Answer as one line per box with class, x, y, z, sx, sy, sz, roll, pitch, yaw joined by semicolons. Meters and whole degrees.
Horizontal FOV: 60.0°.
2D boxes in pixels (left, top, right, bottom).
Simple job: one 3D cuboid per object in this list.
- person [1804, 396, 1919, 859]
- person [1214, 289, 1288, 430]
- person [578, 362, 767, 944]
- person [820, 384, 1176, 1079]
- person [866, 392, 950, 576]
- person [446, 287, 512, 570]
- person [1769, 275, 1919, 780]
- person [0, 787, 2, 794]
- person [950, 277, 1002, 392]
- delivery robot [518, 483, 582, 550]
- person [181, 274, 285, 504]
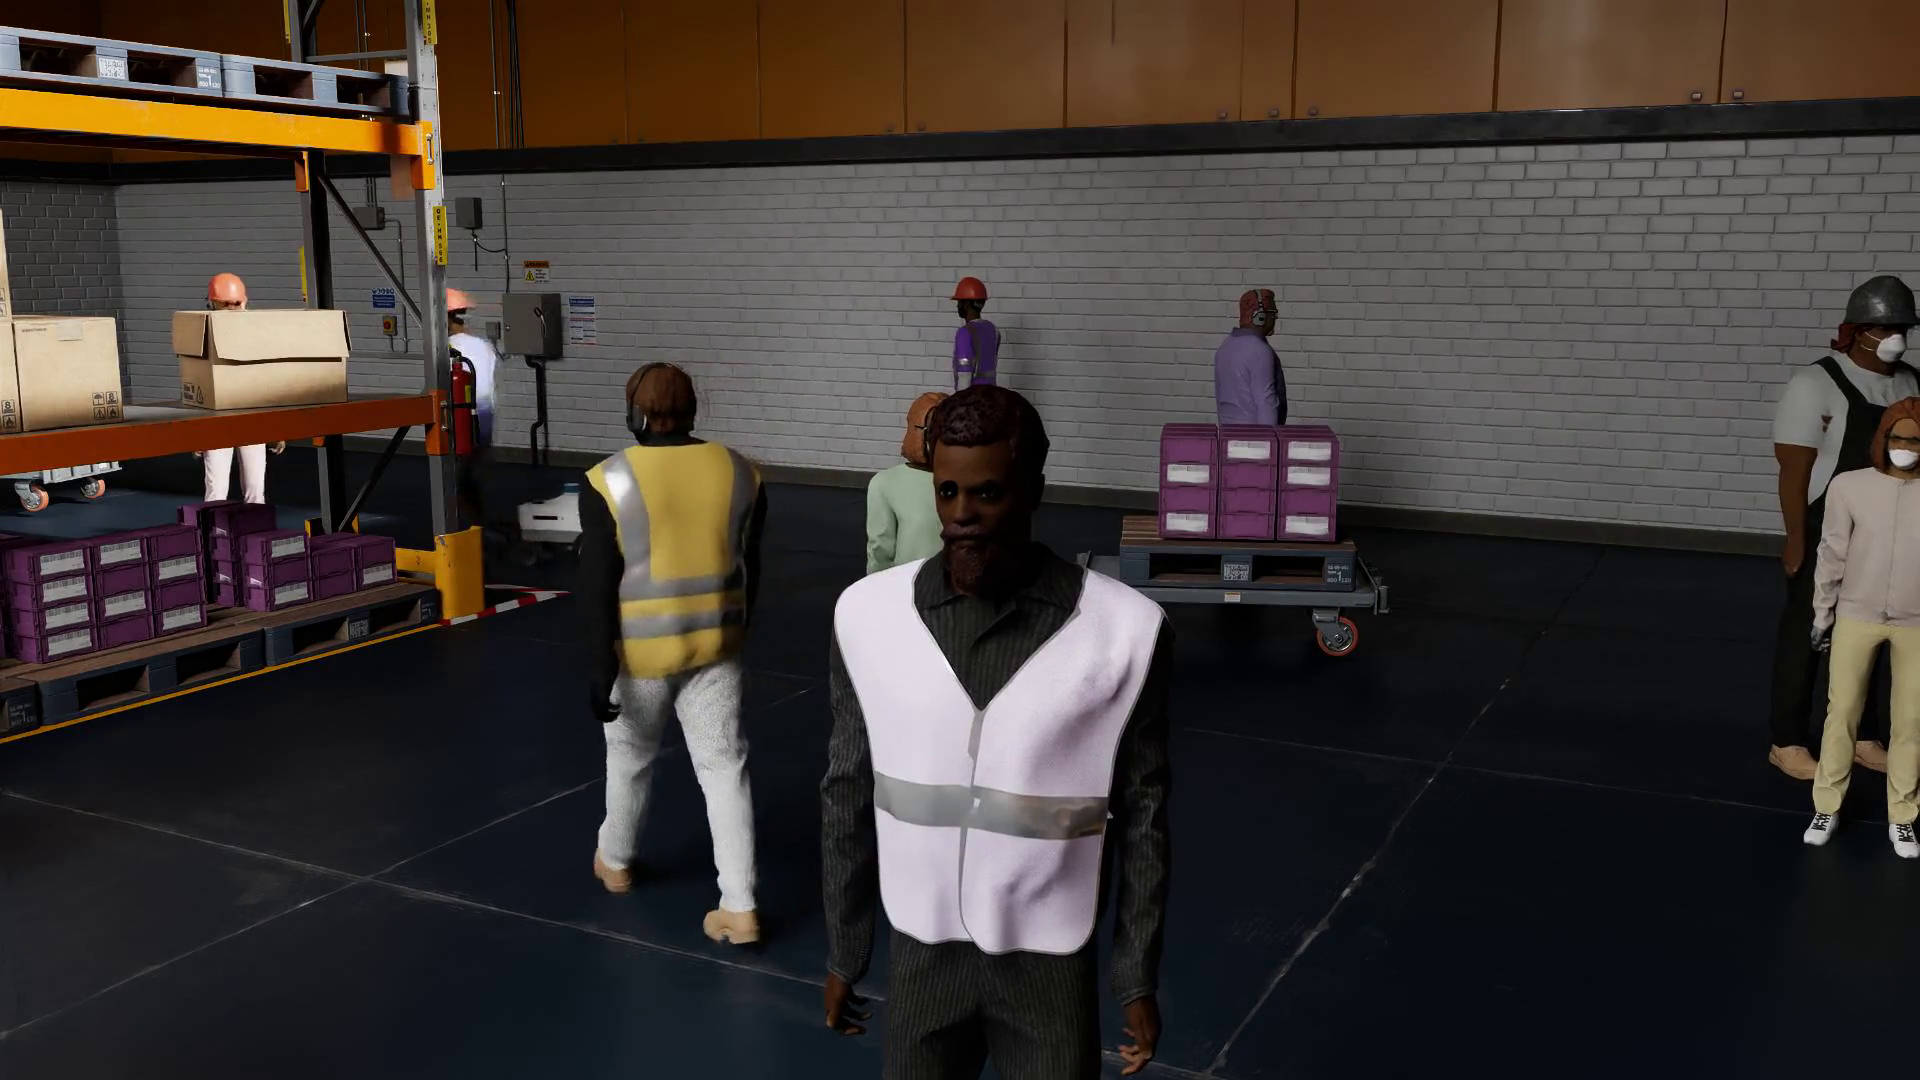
person;3.286;0.306;5.881;0.499;1.633;0.279;5;11;28
person;1.817;-0.590;10.280;0.408;1.906;0.652;-3;10;-15
person;-0.901;0.337;5.255;0.640;1.790;0.977;-6;11;-30
person;0.057;0.689;2.844;0.597;1.916;0.371;2;10;12
person;-0.096;0.277;6.048;0.497;1.633;0.284;-4;10;-20
person;-3.225;-0.701;10.948;0.616;1.907;0.556;5;11;26
person;3.658;-0.043;6.727;0.683;2.000;0.536;-2;10;-13
person;-4.061;0.293;6.057;0.524;1.598;0.859;5;11;29
person;0.094;-1.066;12.938;0.364;1.939;0.542;6;11;29
delivery robot;-2.636;-0.143;11.326;0.707;0.478;0.477;2;10;13
person;-4.786;-0.747;10.979;0.630;1.987;0.423;-9;13;-42
